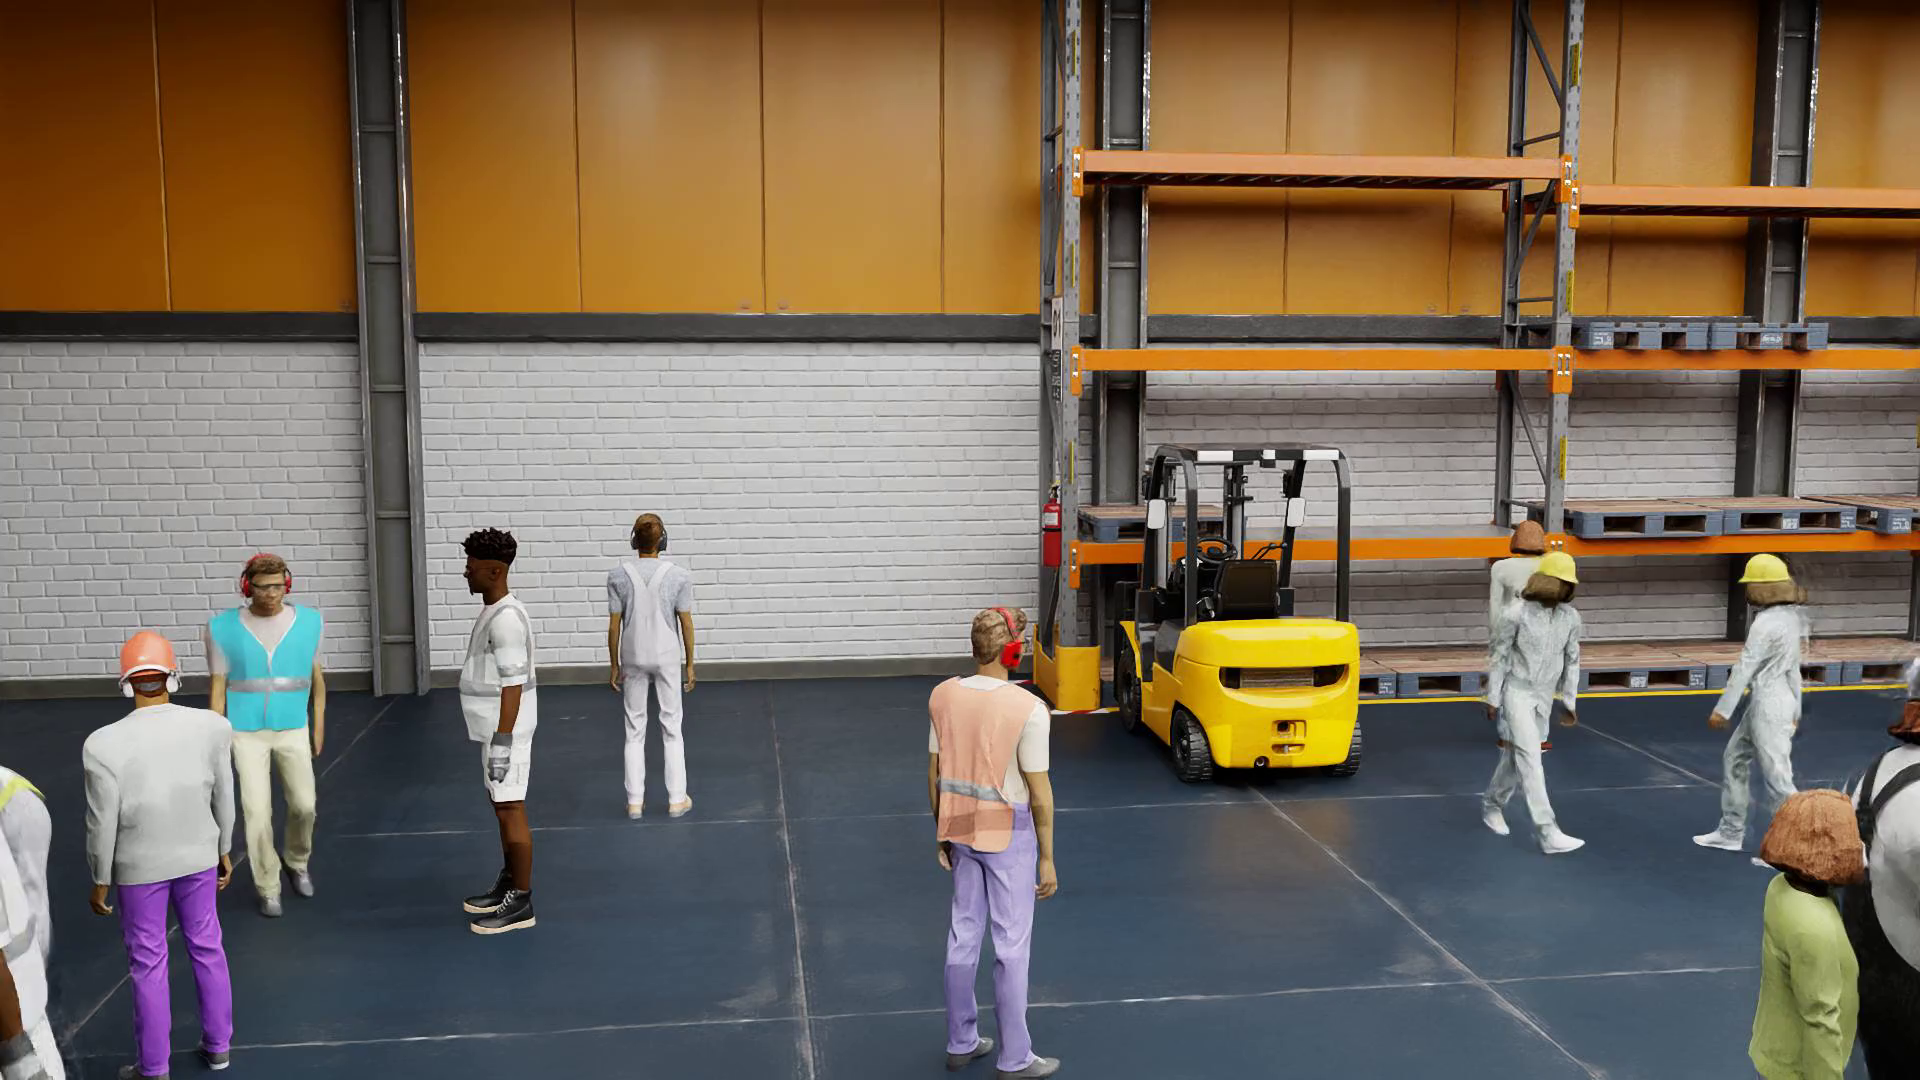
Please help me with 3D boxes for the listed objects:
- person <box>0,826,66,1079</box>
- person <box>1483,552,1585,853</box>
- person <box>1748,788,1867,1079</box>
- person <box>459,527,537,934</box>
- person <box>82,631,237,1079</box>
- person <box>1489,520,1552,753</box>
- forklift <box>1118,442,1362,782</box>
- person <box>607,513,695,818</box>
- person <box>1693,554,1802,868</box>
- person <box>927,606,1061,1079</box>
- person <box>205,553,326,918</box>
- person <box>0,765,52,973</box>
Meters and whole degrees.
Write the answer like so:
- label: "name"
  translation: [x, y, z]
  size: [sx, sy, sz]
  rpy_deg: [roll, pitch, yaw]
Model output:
- label: "person"
  translation: [-2.800, 1.347, 4.637]
  size: [1.015, 1.898, 0.633]
  rpy_deg: [-3, 7, -22]
- label: "person"
  translation: [3.257, 0.899, 9.433]
  size: [0.502, 1.685, 0.853]
  rpy_deg: [-2, 7, -20]
- label: "person"
  translation: [2.325, 1.485, 4.574]
  size: [0.284, 1.636, 0.500]
  rpy_deg: [2, 7, 15]
- label: "person"
  translation: [-2.255, 0.916, 8.127]
  size: [0.367, 1.966, 0.606]
  rpy_deg: [-2, 7, -21]
- label: "person"
  translation: [-3.078, 1.219, 6.402]
  size: [0.339, 1.748, 0.565]
  rpy_deg: [6, 9, 41]
- label: "person"
  translation: [3.969, 0.676, 11.666]
  size: [0.507, 1.632, 0.279]
  rpy_deg: [3, 7, 22]
- label: "forklift"
  translation: [1.912, 0.418, 11.496]
  size: [1.214, 2.155, 2.313]
  rpy_deg: [-1, 7, -8]
- label: "person"
  translation: [-1.860, 0.757, 10.038]
  size: [0.517, 1.843, 0.325]
  rpy_deg: [-1, 7, -5]
- label: "person"
  translation: [4.314, 0.928, 9.104]
  size: [0.741, 1.705, 0.485]
  rpy_deg: [5, 8, 36]
- label: "person"
  translation: [0.119, 1.173, 6.405]
  size: [0.571, 1.841, 0.376]
  rpy_deg: [5, 8, 40]
- label: "person"
  translation: [-3.443, 0.966, 8.297]
  size: [0.554, 1.824, 0.448]
  rpy_deg: [-4, 7, -29]
- label: "person"
  translation: [-3.054, 1.340, 5.014]
  size: [0.631, 1.833, 0.429]
  rpy_deg: [1, 7, 5]
